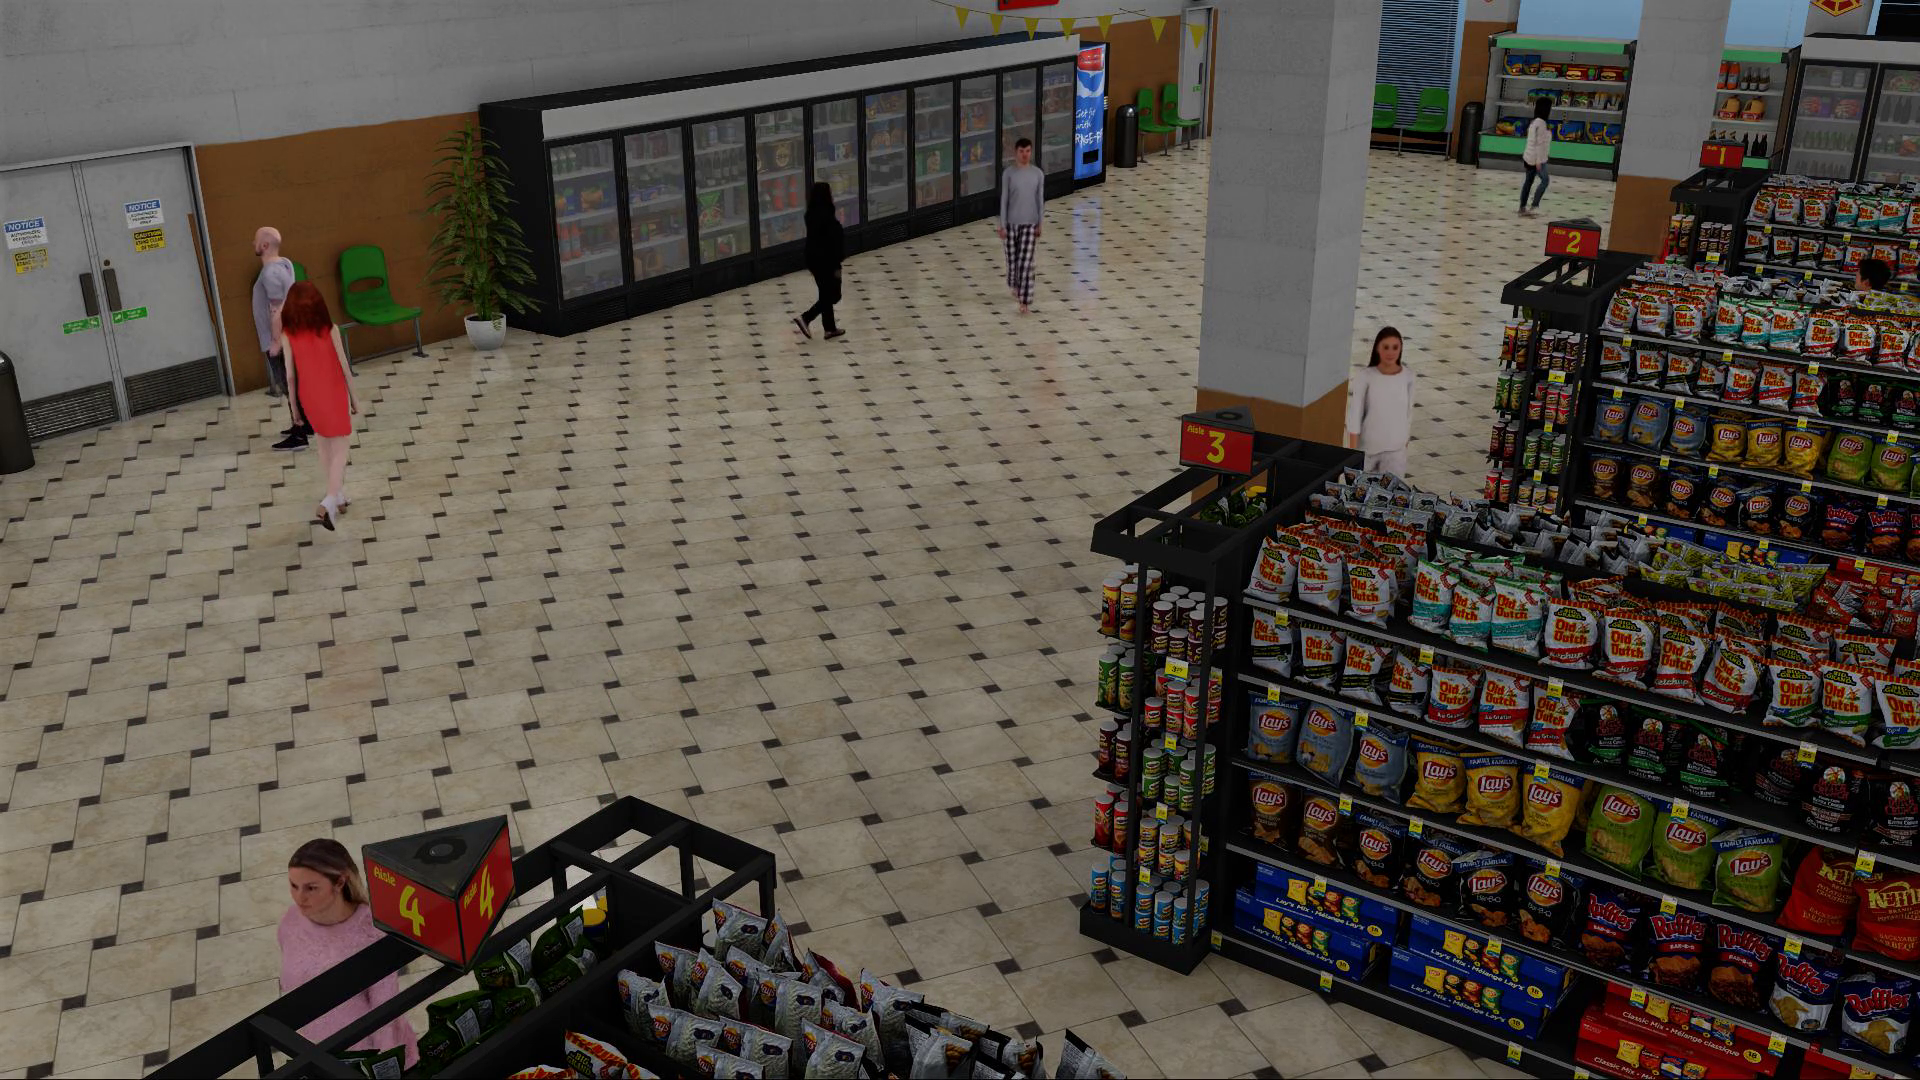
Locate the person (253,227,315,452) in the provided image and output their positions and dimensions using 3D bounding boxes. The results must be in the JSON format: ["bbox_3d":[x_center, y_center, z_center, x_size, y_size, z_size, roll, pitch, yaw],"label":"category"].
[{"bbox_3d":[-5.591,-1.675,13.719,0.808,1.838,0.750,-4,22,-9],"label":"person"}]

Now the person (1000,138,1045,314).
[{"bbox_3d":[0.650,-3.449,18.178,1.180,1.805,1.126,0,22,0],"label":"person"}]

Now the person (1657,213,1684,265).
[{"bbox_3d":[7.191,-2.702,17.045,0.749,1.265,0.655,4,22,11],"label":"person"}]

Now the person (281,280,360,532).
[{"bbox_3d":[-4.561,-0.924,11.908,1.123,1.796,1.105,-1,22,-4],"label":"person"}]

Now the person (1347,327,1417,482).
[{"bbox_3d":[2.846,-0.645,11.412,1.058,1.648,1.029,0,22,0],"label":"person"}]

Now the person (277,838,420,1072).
[{"bbox_3d":[-1.961,1.694,5.575,0.979,1.660,0.908,3,22,8],"label":"person"}]

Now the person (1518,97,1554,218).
[{"bbox_3d":[7.865,-5.261,22.924,0.817,1.629,0.773,-1,22,-3],"label":"person"}]

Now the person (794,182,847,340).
[{"bbox_3d":[-1.432,-2.770,16.763,0.882,1.601,0.927,-15,27,-33],"label":"person"}]
